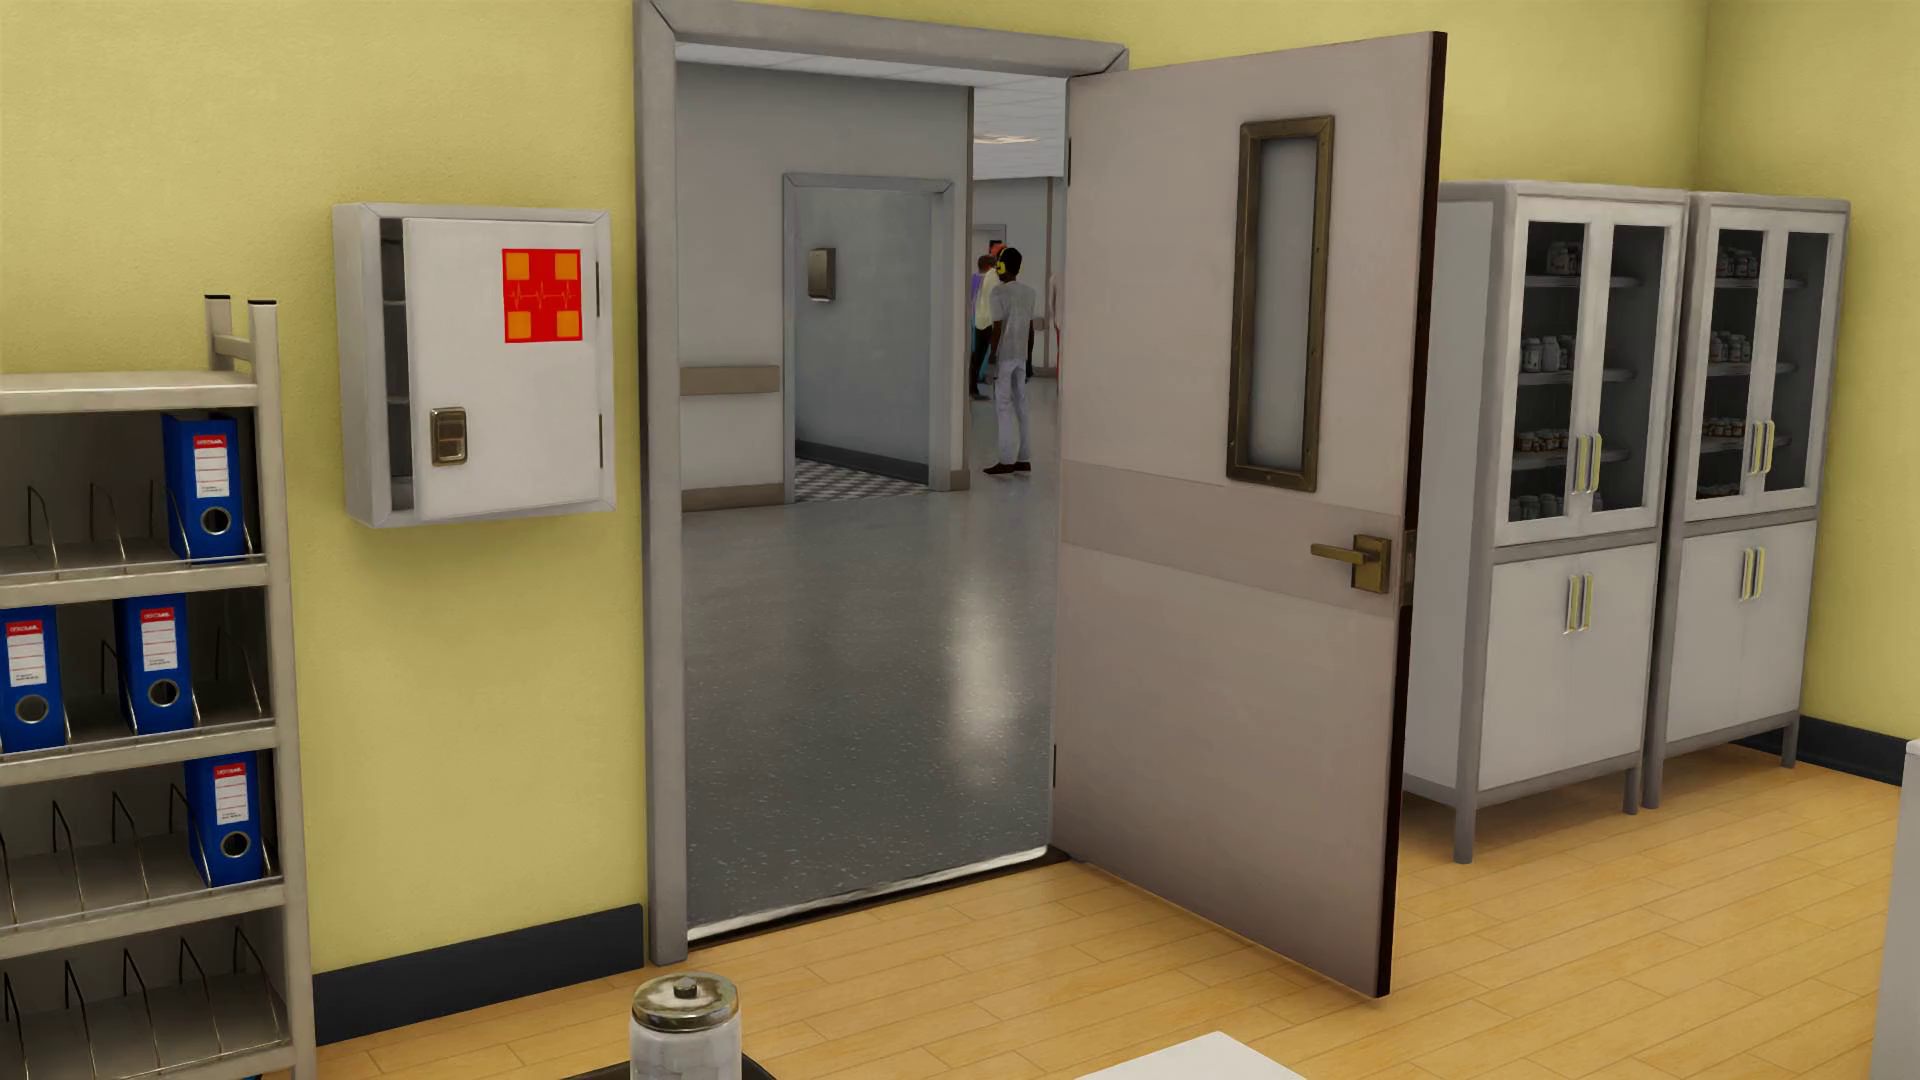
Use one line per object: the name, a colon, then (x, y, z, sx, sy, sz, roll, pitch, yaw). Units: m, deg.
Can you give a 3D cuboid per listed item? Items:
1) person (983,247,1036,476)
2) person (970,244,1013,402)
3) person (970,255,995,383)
person: (0.402, -1.458, 13.642, 0.534, 1.863, 0.310, -8, 13, -43)
person: (0.457, -2.695, 20.763, 0.815, 1.952, 0.624, -1, 10, -12)
person: (0.295, -3.179, 24.010, 0.385, 1.836, 0.559, -6, 12, -36)
